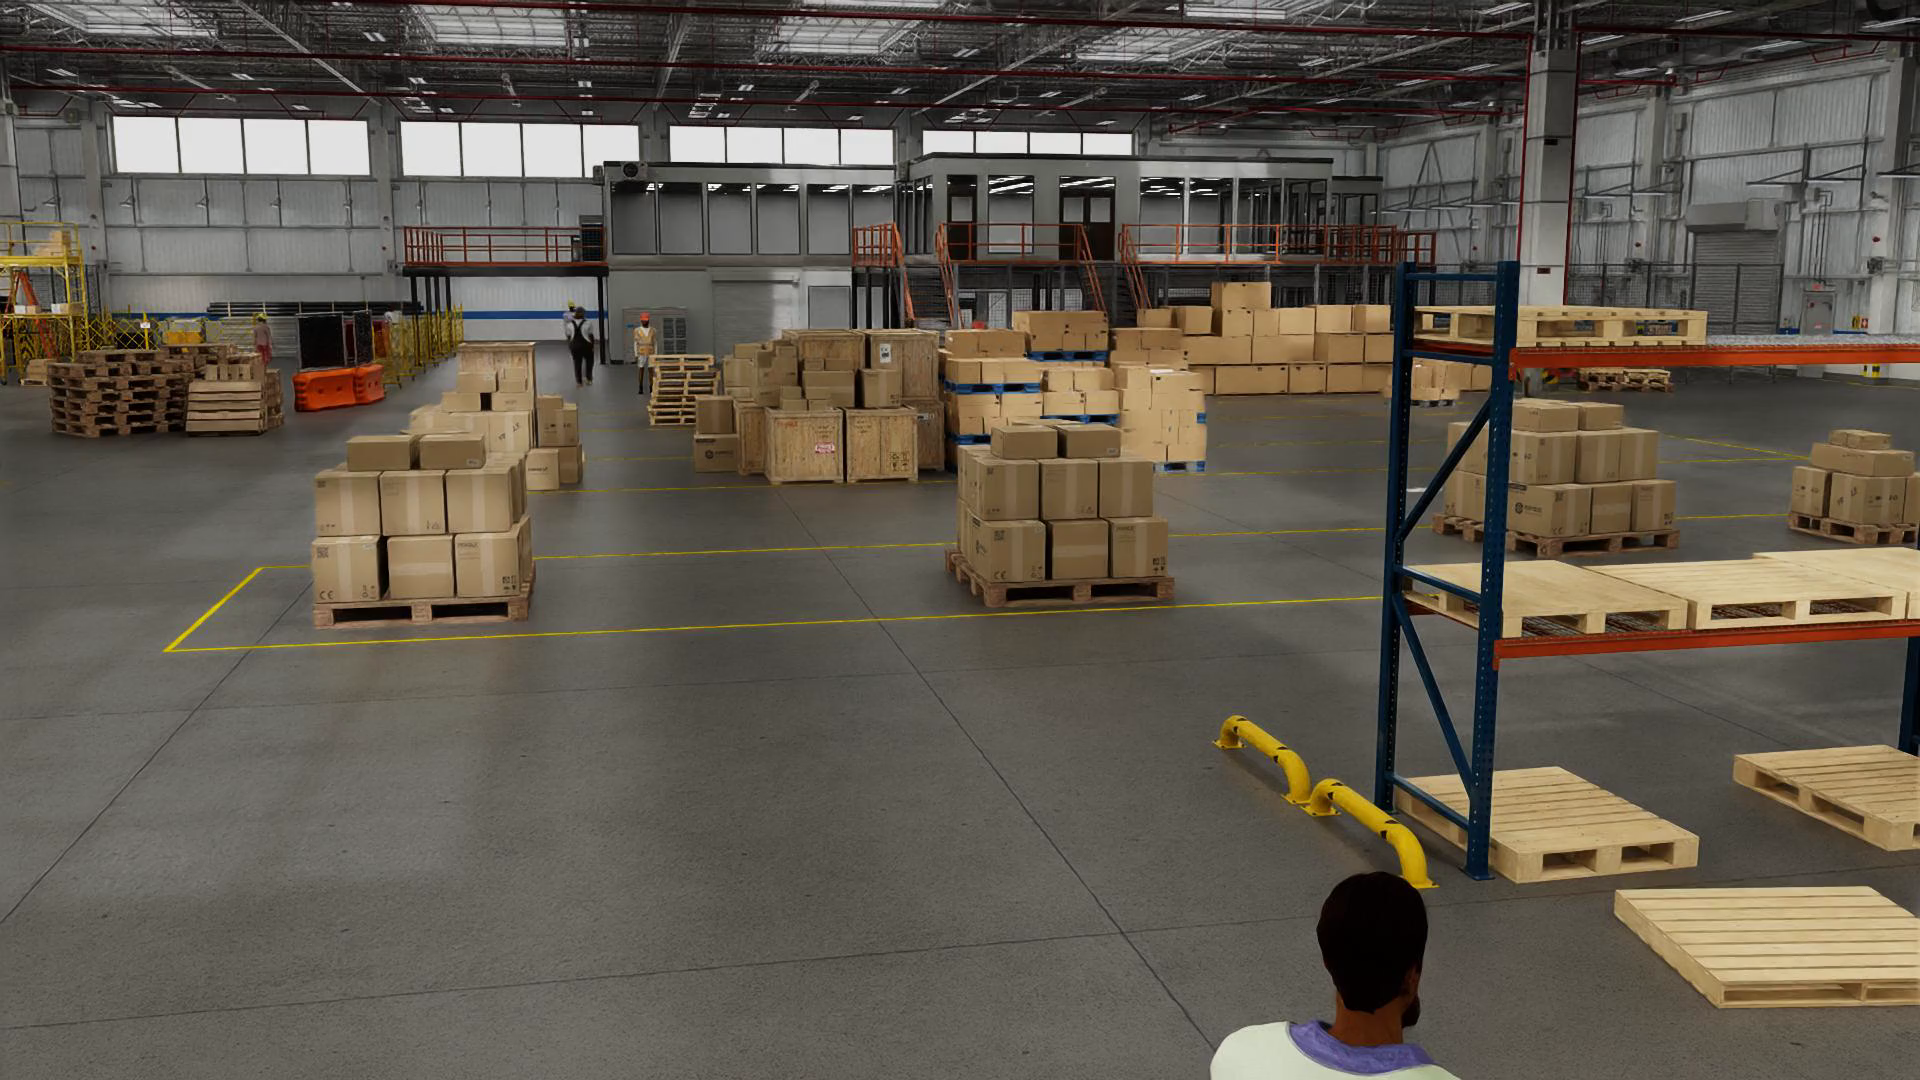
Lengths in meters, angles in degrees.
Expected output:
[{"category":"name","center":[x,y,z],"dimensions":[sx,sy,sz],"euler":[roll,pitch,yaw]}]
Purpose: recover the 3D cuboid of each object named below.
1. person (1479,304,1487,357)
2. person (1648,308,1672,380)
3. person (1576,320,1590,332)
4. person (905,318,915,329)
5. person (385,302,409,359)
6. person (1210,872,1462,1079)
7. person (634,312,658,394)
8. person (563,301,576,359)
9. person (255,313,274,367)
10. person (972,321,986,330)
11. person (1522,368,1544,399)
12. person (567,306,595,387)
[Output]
[{"category":"person","center":[14.307,-5.465,45.645],"dimensions":[0.399,1.987,0.612],"euler":[0,9,-1]},{"category":"person","center":[18.621,-5.208,44.259],"dimensions":[0.587,1.929,0.360],"euler":[1,9,9]},{"category":"person","center":[17.282,-5.456,46.225],"dimensions":[0.942,1.798,0.637],"euler":[5,10,26]},{"category":"person","center":[-1.088,-3.758,35.415],"dimensions":[0.372,1.934,0.627],"euler":[-8,12,-40]},{"category":"person","center":[-18.560,-6.904,54.855],"dimensions":[0.750,1.860,0.372],"euler":[-7,11,-35]},{"category":"person","center":[0.739,1.548,3.103],"dimensions":[0.593,1.922,0.391],"euler":[7,11,35]},{"category":"person","center":[-7.441,-4.421,39.439],"dimensions":[0.553,1.935,0.361],"euler":[-3,10,-19]},{"category":"person","center":[-12.758,-6.926,54.790],"dimensions":[0.605,1.908,0.425],"euler":[-3,10,-19]},{"category":"person","center":[-19.156,-5.358,45.704],"dimensions":[0.557,1.755,0.460],"euler":[4,10,24]},{"category":"person","center":[0.631,-3.220,31.978],"dimensions":[0.932,1.989,0.724],"euler":[-5,10,-27]},{"category":"person","center":[9.166,-2.318,26.917],"dimensions":[0.523,1.842,0.798],"euler":[-5,11,-29]},{"category":"person","center":[-9.490,-4.870,41.860],"dimensions":[0.705,2.000,0.682],"euler":[1,9,8]}]
